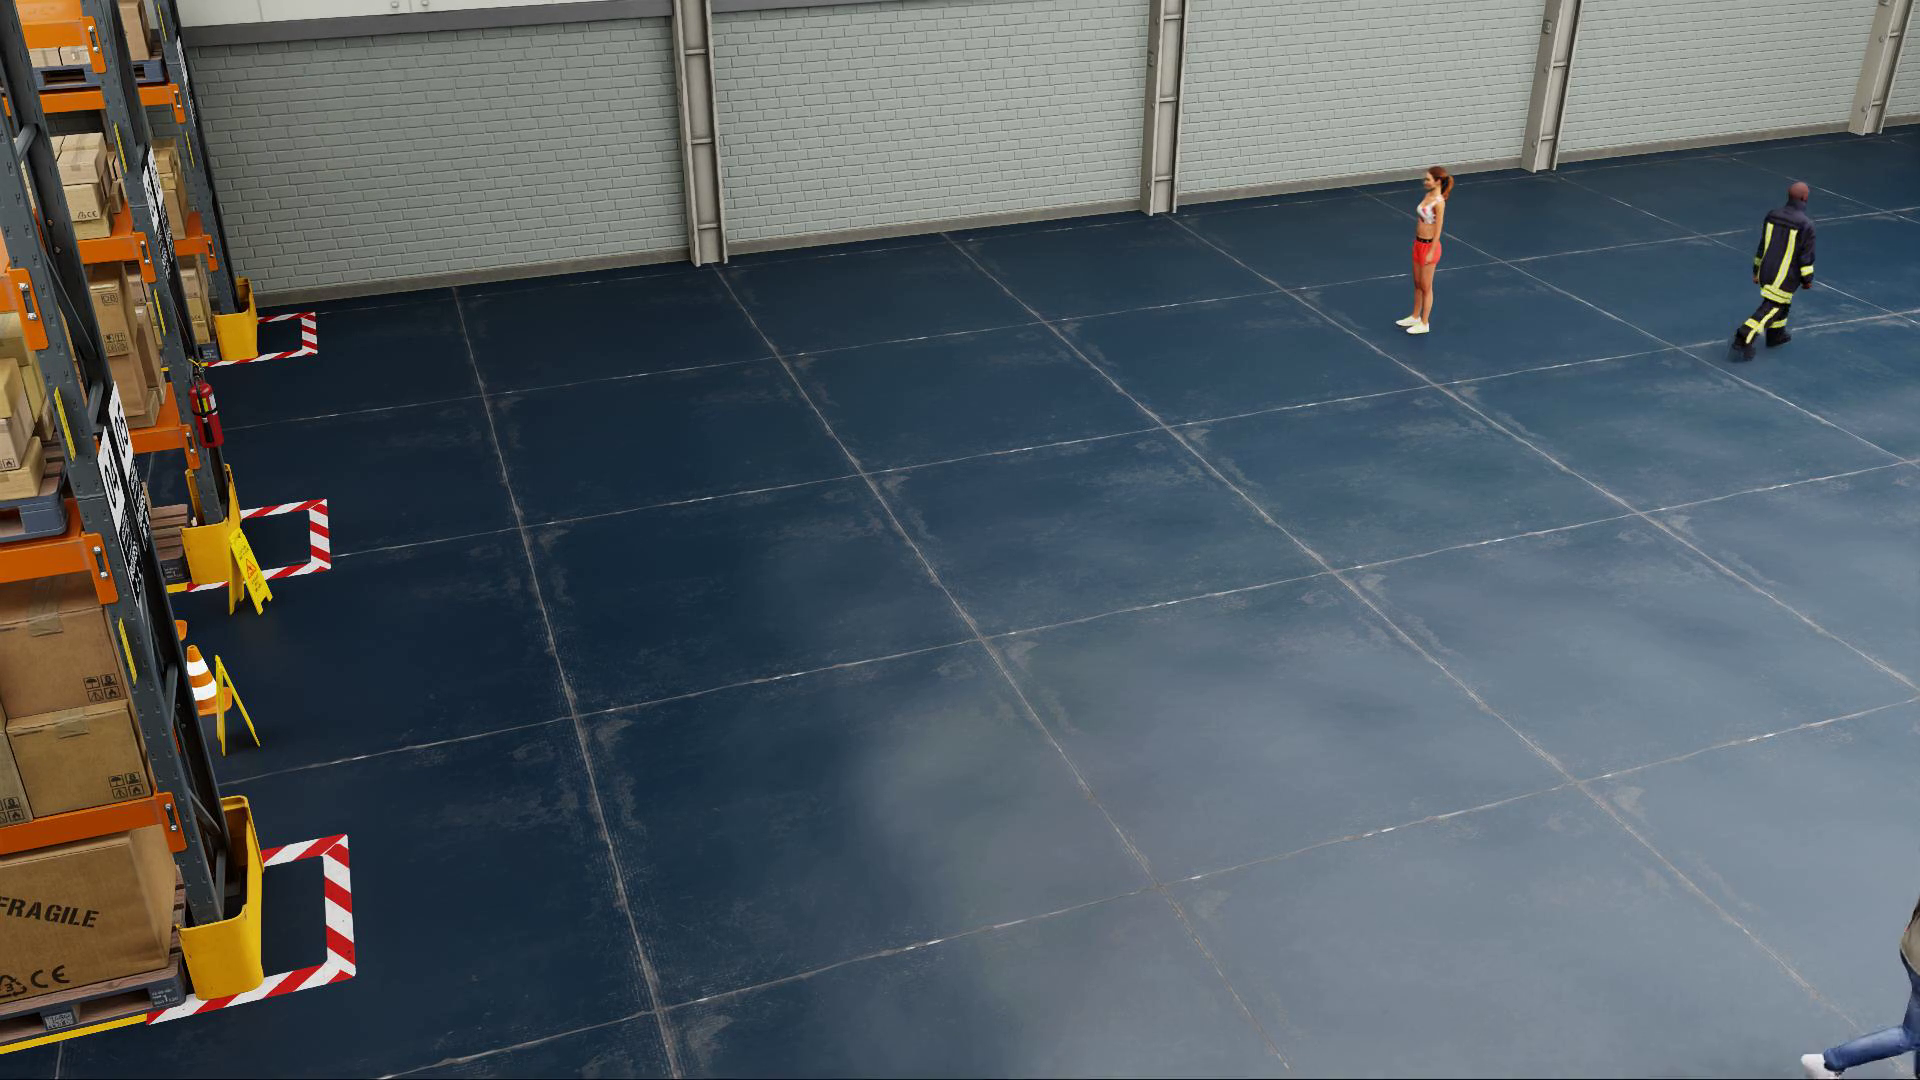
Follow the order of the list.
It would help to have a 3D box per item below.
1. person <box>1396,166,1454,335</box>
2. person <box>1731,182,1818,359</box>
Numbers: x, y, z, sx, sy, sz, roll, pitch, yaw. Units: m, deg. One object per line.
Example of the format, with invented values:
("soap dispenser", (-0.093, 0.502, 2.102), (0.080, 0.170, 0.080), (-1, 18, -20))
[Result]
("person", (4.957, -3.082, 17.642), (0.621, 1.790, 0.612), (-4, 28, -7))
("person", (8.338, -2.726, 16.976), (1.159, 1.788, 0.735), (-10, 30, -18))
